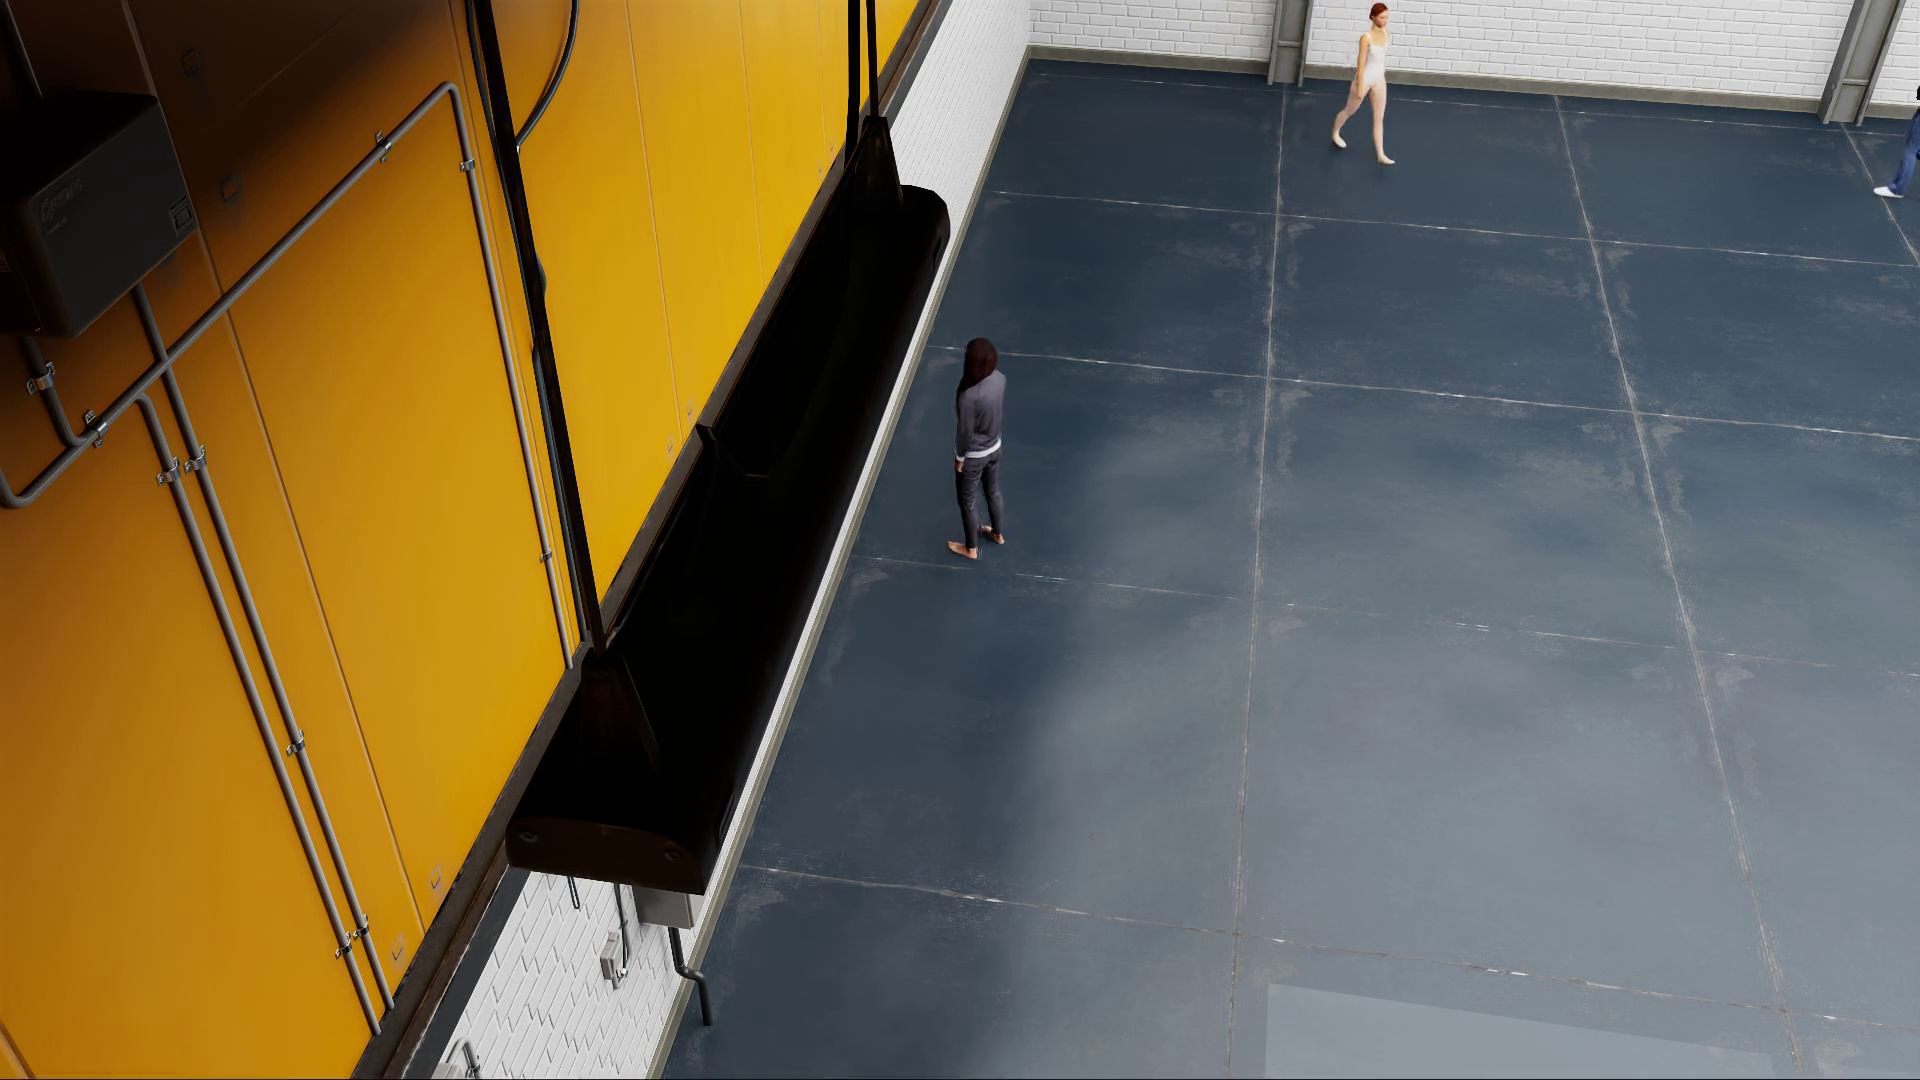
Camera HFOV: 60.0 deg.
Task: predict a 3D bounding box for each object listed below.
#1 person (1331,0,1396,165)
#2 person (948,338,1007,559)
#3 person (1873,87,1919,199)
[{"bbox_3d":[4.114,-4.693,17.036,1.052,1.593,1.087,-22,44,-25],"label":"person"},{"bbox_3d":[0.146,-0.650,11.832,0.732,1.770,0.718,25,45,28],"label":"person"},{"bbox_3d":[9.543,-4.125,16.213,0.887,1.733,0.650,10,40,12],"label":"person"}]
